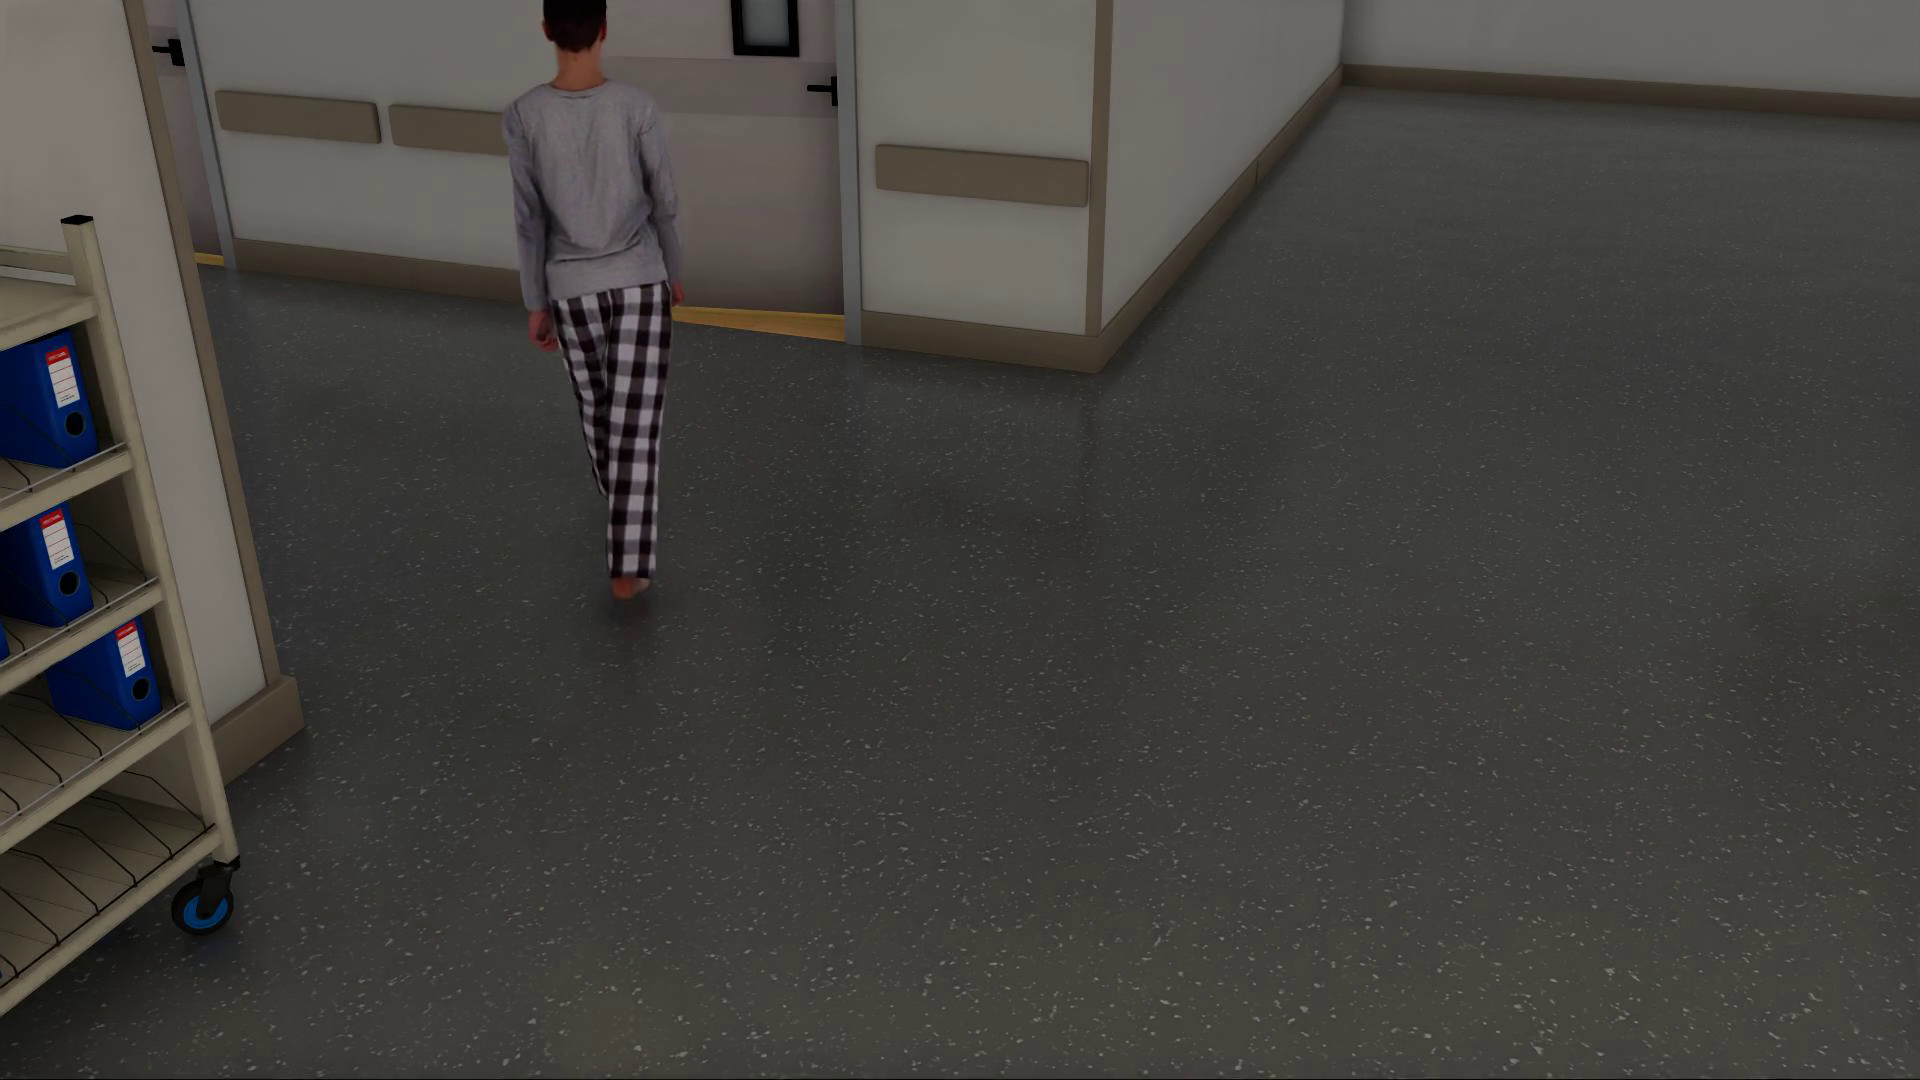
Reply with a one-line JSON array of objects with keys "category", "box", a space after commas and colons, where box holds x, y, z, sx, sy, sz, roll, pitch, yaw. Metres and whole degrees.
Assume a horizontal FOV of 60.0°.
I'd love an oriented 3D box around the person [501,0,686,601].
[{"category": "person", "box": [-1.053, -0.685, 4.981, 0.939, 1.795, 1.274, -1, 26, -2]}]
